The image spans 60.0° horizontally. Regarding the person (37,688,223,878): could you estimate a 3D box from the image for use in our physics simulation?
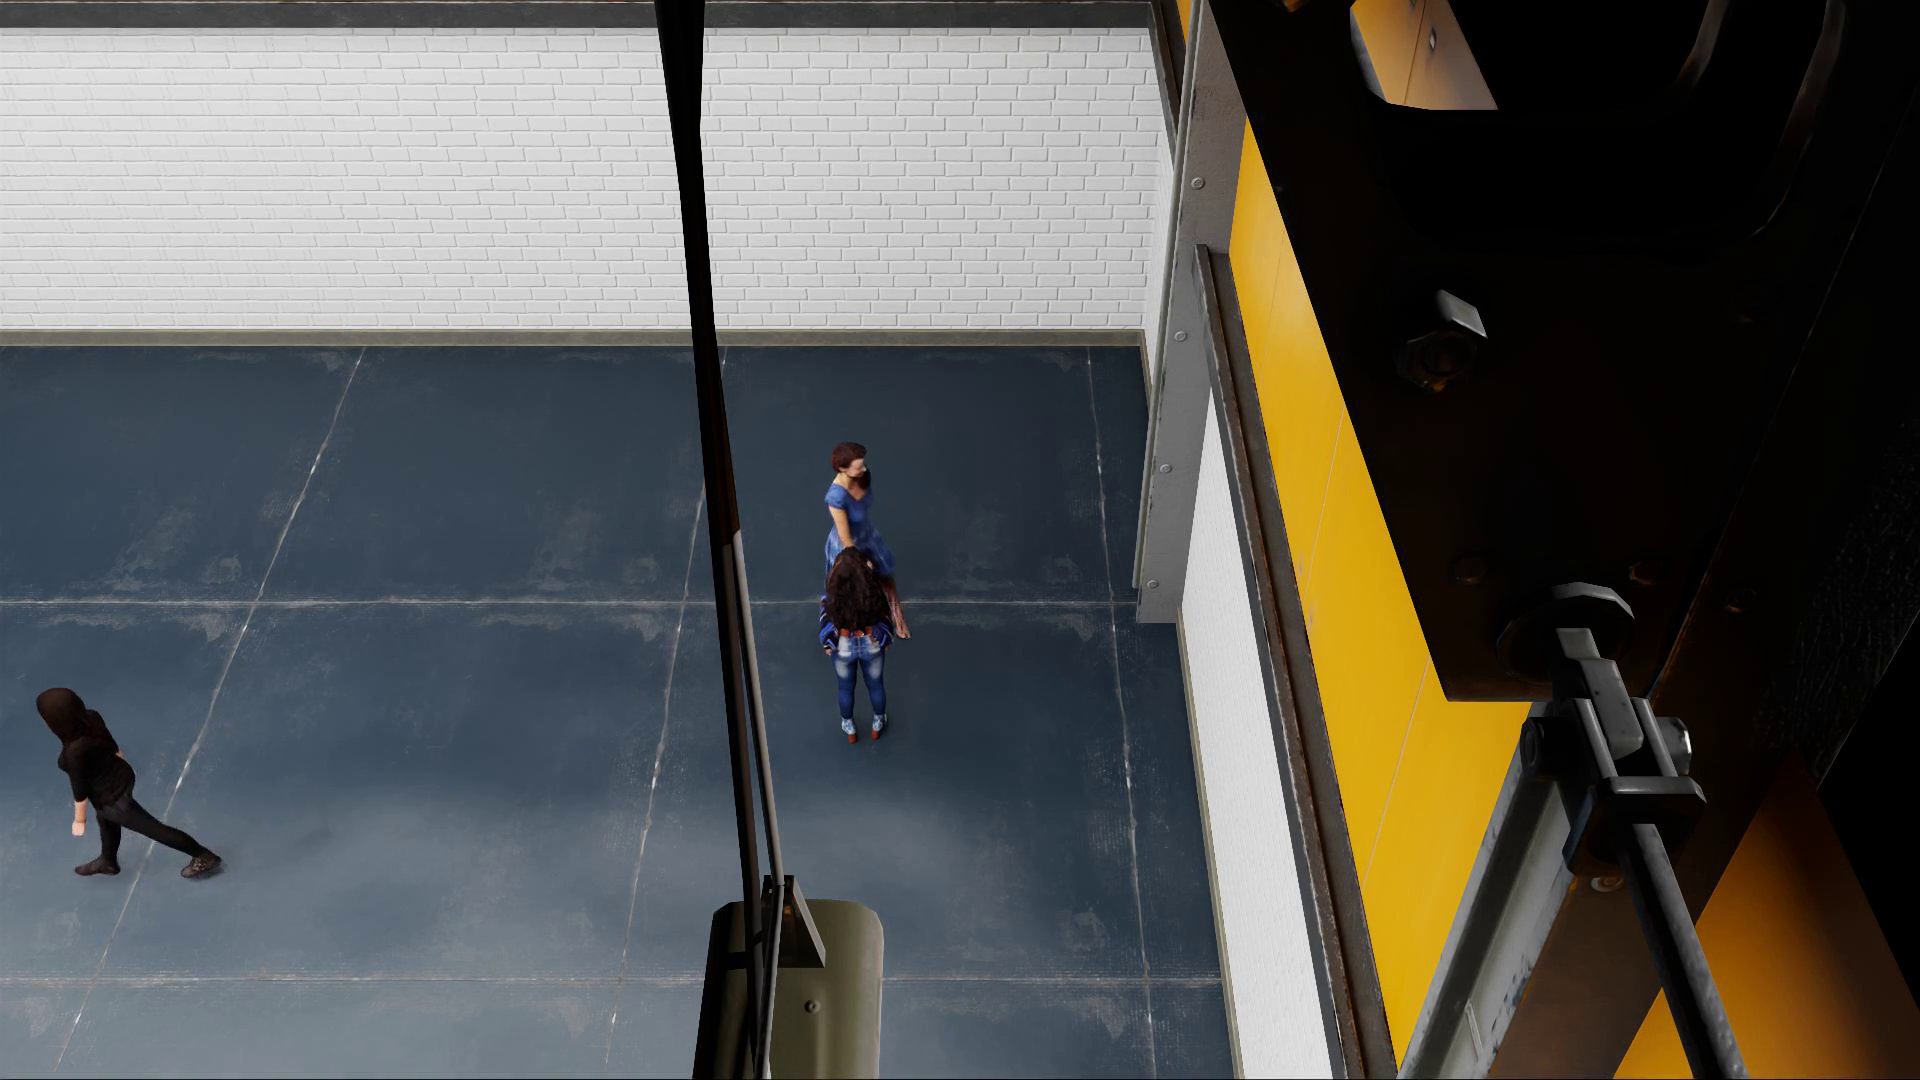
[{"bbox_3d":[-4.724,1.430,9.449,0.796,1.604,1.055,-8,44,-8],"label":"person"}]

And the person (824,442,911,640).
[{"bbox_3d":[-0.733,0.082,10.729,0.890,1.791,0.794,11,45,11],"label":"person"}]

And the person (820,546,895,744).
[{"bbox_3d":[-0.632,0.649,10.251,0.617,1.629,0.562,-3,44,-3],"label":"person"}]
